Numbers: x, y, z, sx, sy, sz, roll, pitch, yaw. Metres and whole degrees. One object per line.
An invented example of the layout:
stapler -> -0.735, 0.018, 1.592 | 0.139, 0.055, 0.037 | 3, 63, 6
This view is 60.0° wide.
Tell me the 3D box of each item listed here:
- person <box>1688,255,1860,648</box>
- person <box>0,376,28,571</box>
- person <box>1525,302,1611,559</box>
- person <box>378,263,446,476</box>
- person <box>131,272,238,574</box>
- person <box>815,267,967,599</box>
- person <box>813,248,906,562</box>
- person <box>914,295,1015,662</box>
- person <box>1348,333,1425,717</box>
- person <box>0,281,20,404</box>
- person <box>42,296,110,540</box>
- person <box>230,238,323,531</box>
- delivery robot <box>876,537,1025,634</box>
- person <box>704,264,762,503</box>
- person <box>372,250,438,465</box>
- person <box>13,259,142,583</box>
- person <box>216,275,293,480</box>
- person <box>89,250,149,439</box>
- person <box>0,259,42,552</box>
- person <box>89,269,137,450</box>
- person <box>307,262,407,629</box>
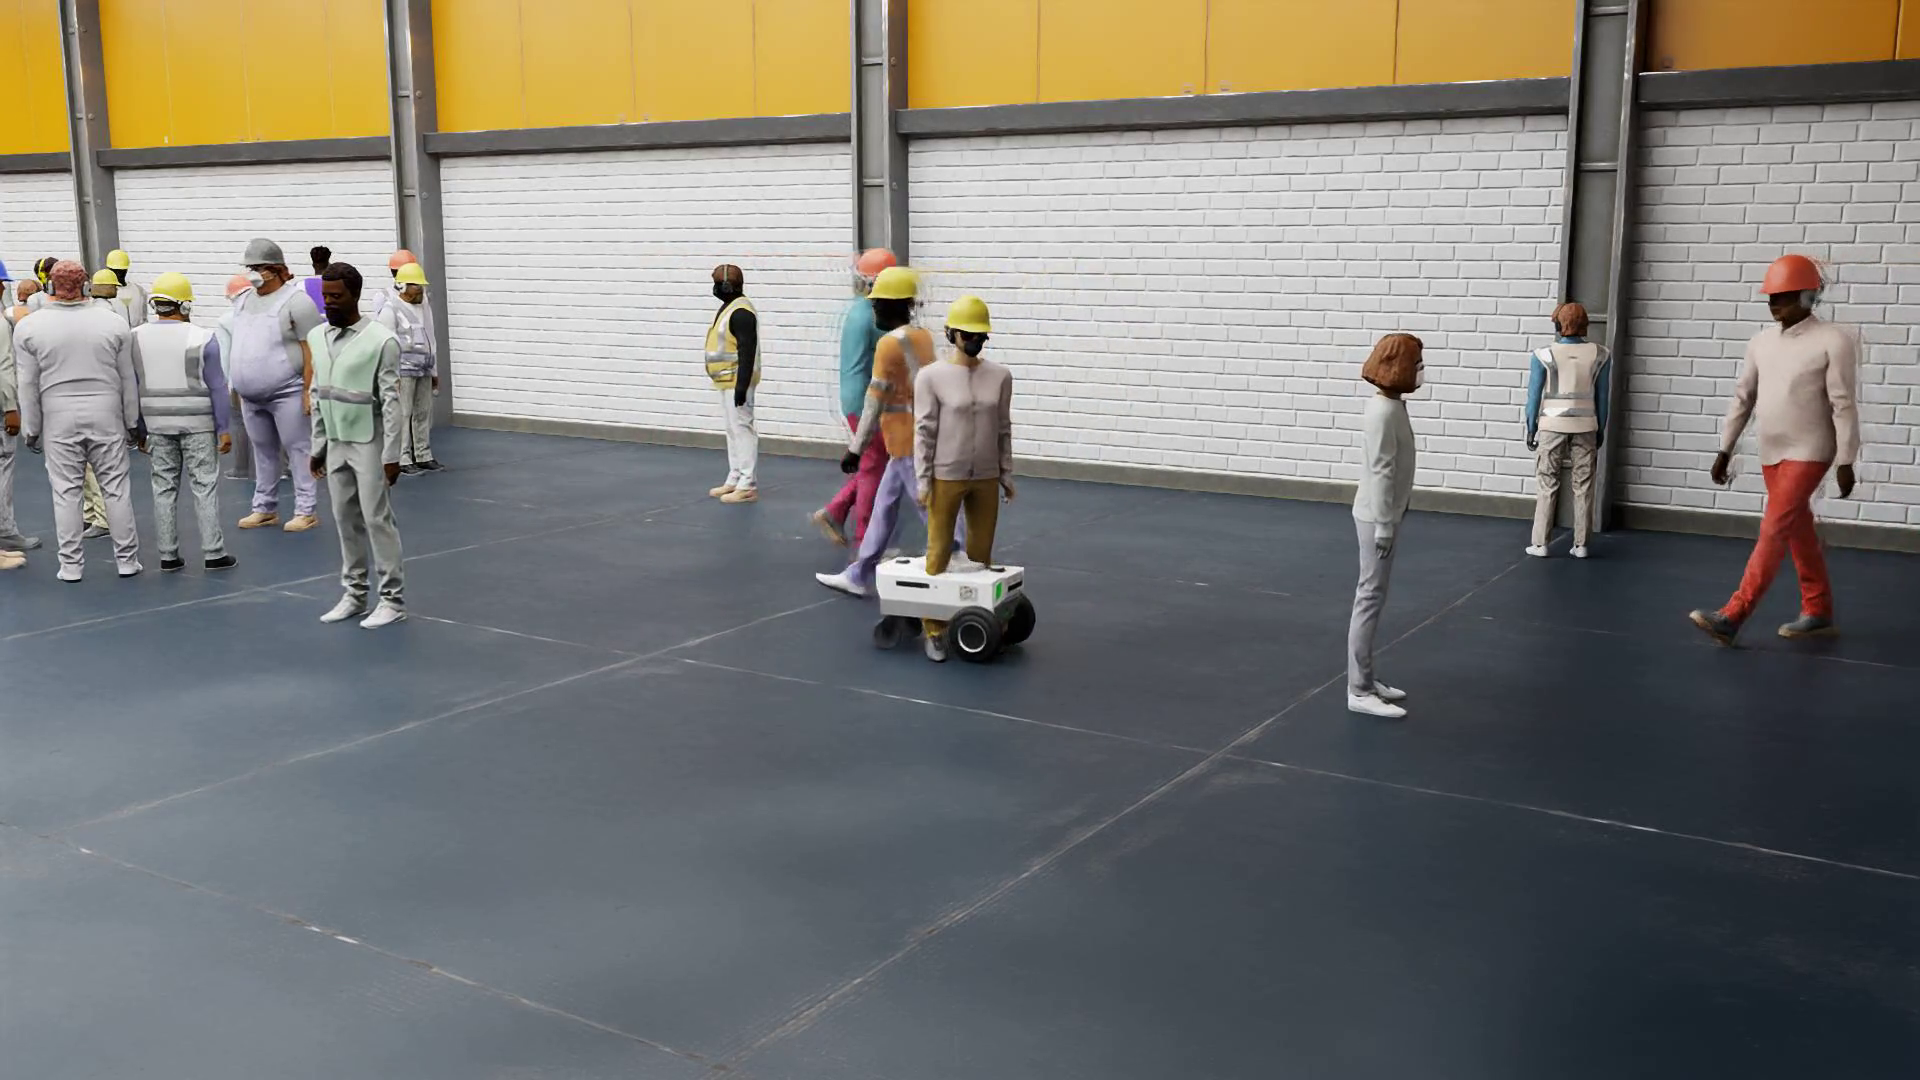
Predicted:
person -> 4.050, -0.433, 8.294 | 1.009, 1.936, 0.650 | -3, 11, -15
person -> -5.986, -0.714, 10.176 | 0.358, 1.835, 0.516 | -7, 13, -36
person -> 3.849, -0.685, 10.565 | 0.514, 1.634, 0.313 | 1, 10, 4
person -> -4.721, -1.465, 14.352 | 0.403, 1.824, 0.593 | 4, 11, 22
person -> -4.713, -0.700, 10.085 | 0.600, 1.831, 0.404 | -1, 10, -3
person -> -0.312, -0.547, 9.130 | 1.037, 1.874, 0.586 | 3, 11, 14
person -> -0.605, -0.835, 10.432 | 0.550, 1.974, 0.625 | 1, 10, 6
person -> 0.033, -0.293, 8.022 | 0.533, 1.765, 0.330 | -5, 11, -26
person -> 1.830, -0.072, 7.158 | 0.277, 1.632, 0.502 | 3, 11, 17
person -> -11.884, -2.588, 20.350 | 0.651, 1.904, 0.402 | -3, 11, -14
person -> -5.994, -0.885, 11.316 | 0.325, 1.753, 0.572 | -9, 14, -40
person -> -4.792, -1.073, 11.574 | 0.675, 2.000, 0.537 | 4, 11, 21
delivery robot -> -0.053, 0.229, 8.217 | 0.707, 0.478, 0.477 | 5, 11, 24
person -> -1.757, -1.210, 12.897 | 0.430, 1.841, 0.624 | -4, 11, -19
person -> -4.903, -1.592, 14.745 | 0.358, 1.936, 0.544 | 7, 12, 34
person -> -5.211, -0.699, 9.877 | 0.639, 1.908, 0.409 | -6, 12, -30
person -> -5.987, -1.351, 14.032 | 0.745, 1.717, 0.637 | 9, 13, 40
person -> -8.435, -1.956, 16.793 | 0.379, 1.922, 0.592 | 7, 13, 35
person -> -6.287, -0.882, 10.804 | 0.607, 1.940, 0.417 | 8, 13, 36
person -> -8.229, -1.740, 16.101 | 0.492, 1.741, 0.318 | 10, 14, 43
person -> -3.151, -0.495, 8.745 | 0.594, 1.910, 0.384 | 6, 12, 28
